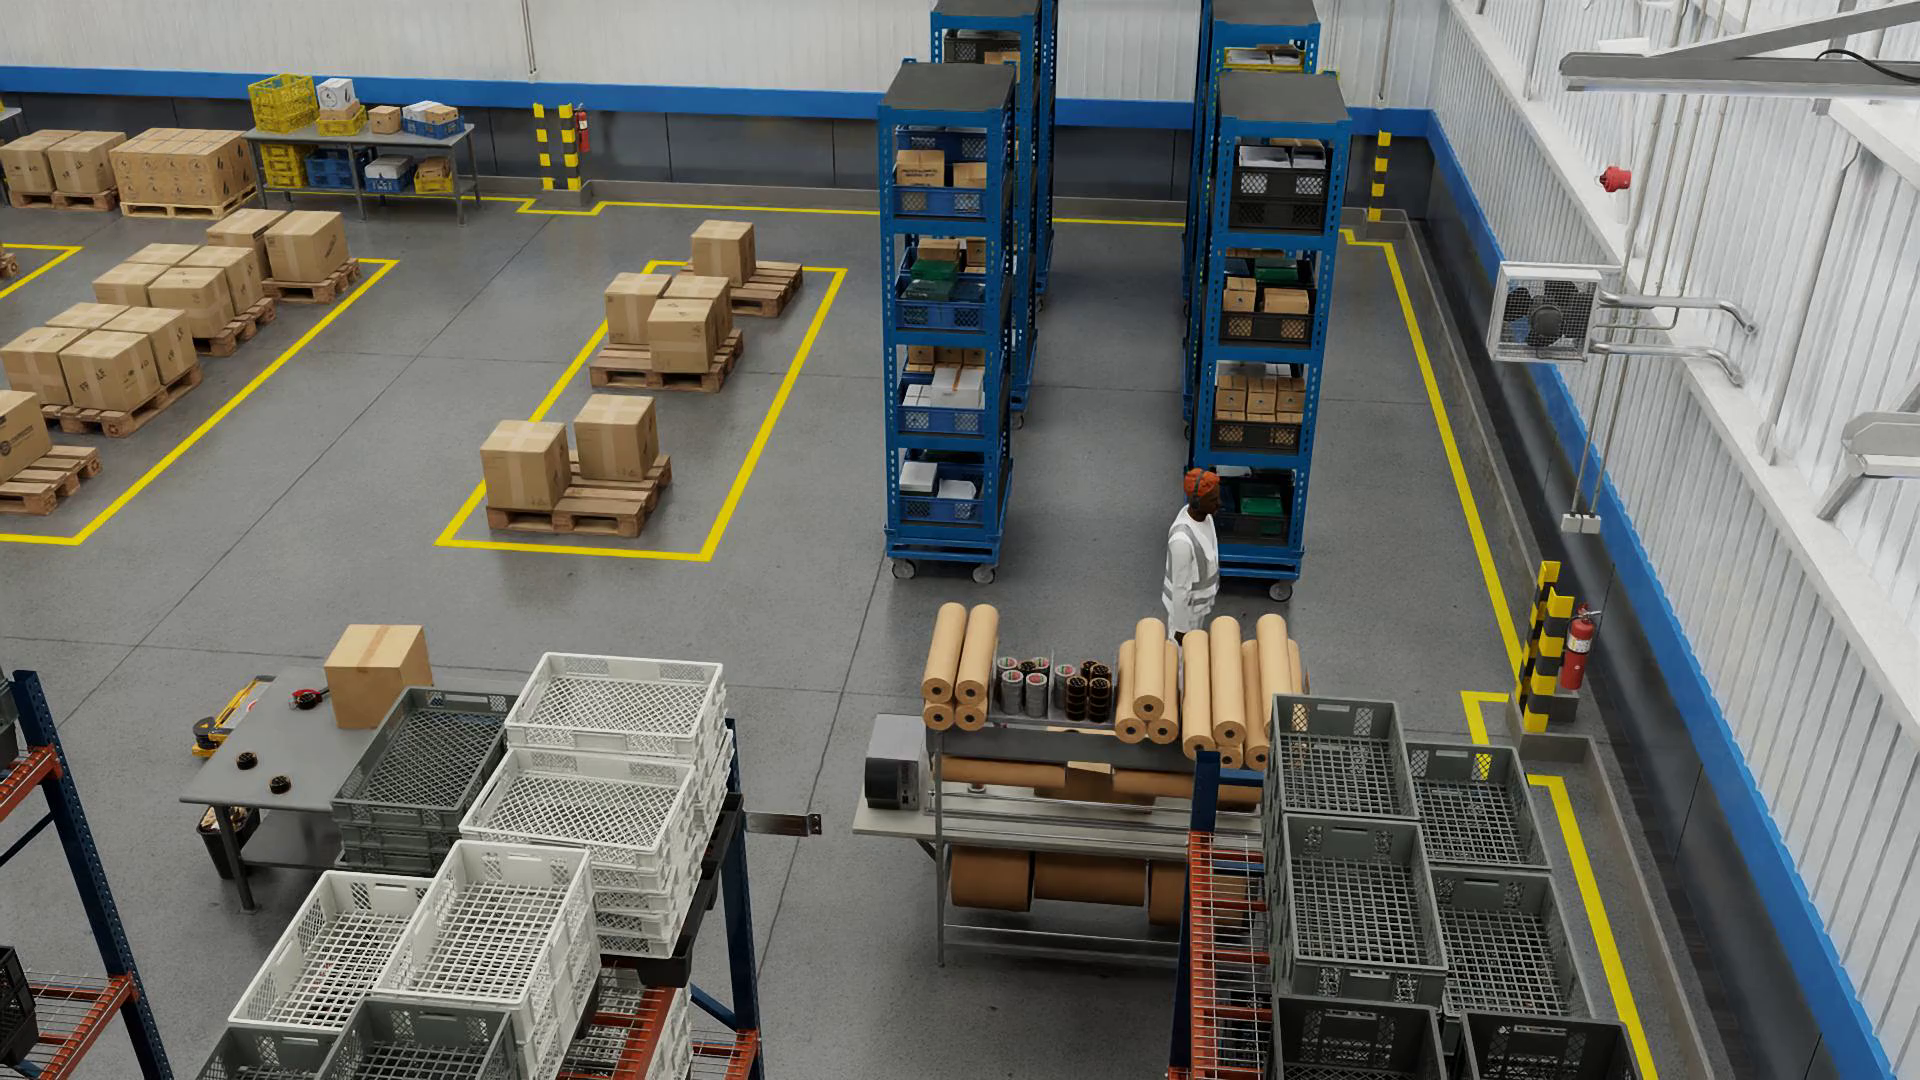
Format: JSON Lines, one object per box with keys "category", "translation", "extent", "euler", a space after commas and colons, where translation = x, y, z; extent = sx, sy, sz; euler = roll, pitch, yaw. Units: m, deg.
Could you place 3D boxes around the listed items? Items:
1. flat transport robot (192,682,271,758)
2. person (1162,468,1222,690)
{"category": "flat transport robot", "translation": [-4.089, 1.163, 10.648], "extent": [1.431, 0.197, 0.652], "euler": [3, 30, 6]}
{"category": "person", "translation": [1.441, 0.404, 10.375], "extent": [0.348, 1.882, 0.582], "euler": [10, 32, 17]}
